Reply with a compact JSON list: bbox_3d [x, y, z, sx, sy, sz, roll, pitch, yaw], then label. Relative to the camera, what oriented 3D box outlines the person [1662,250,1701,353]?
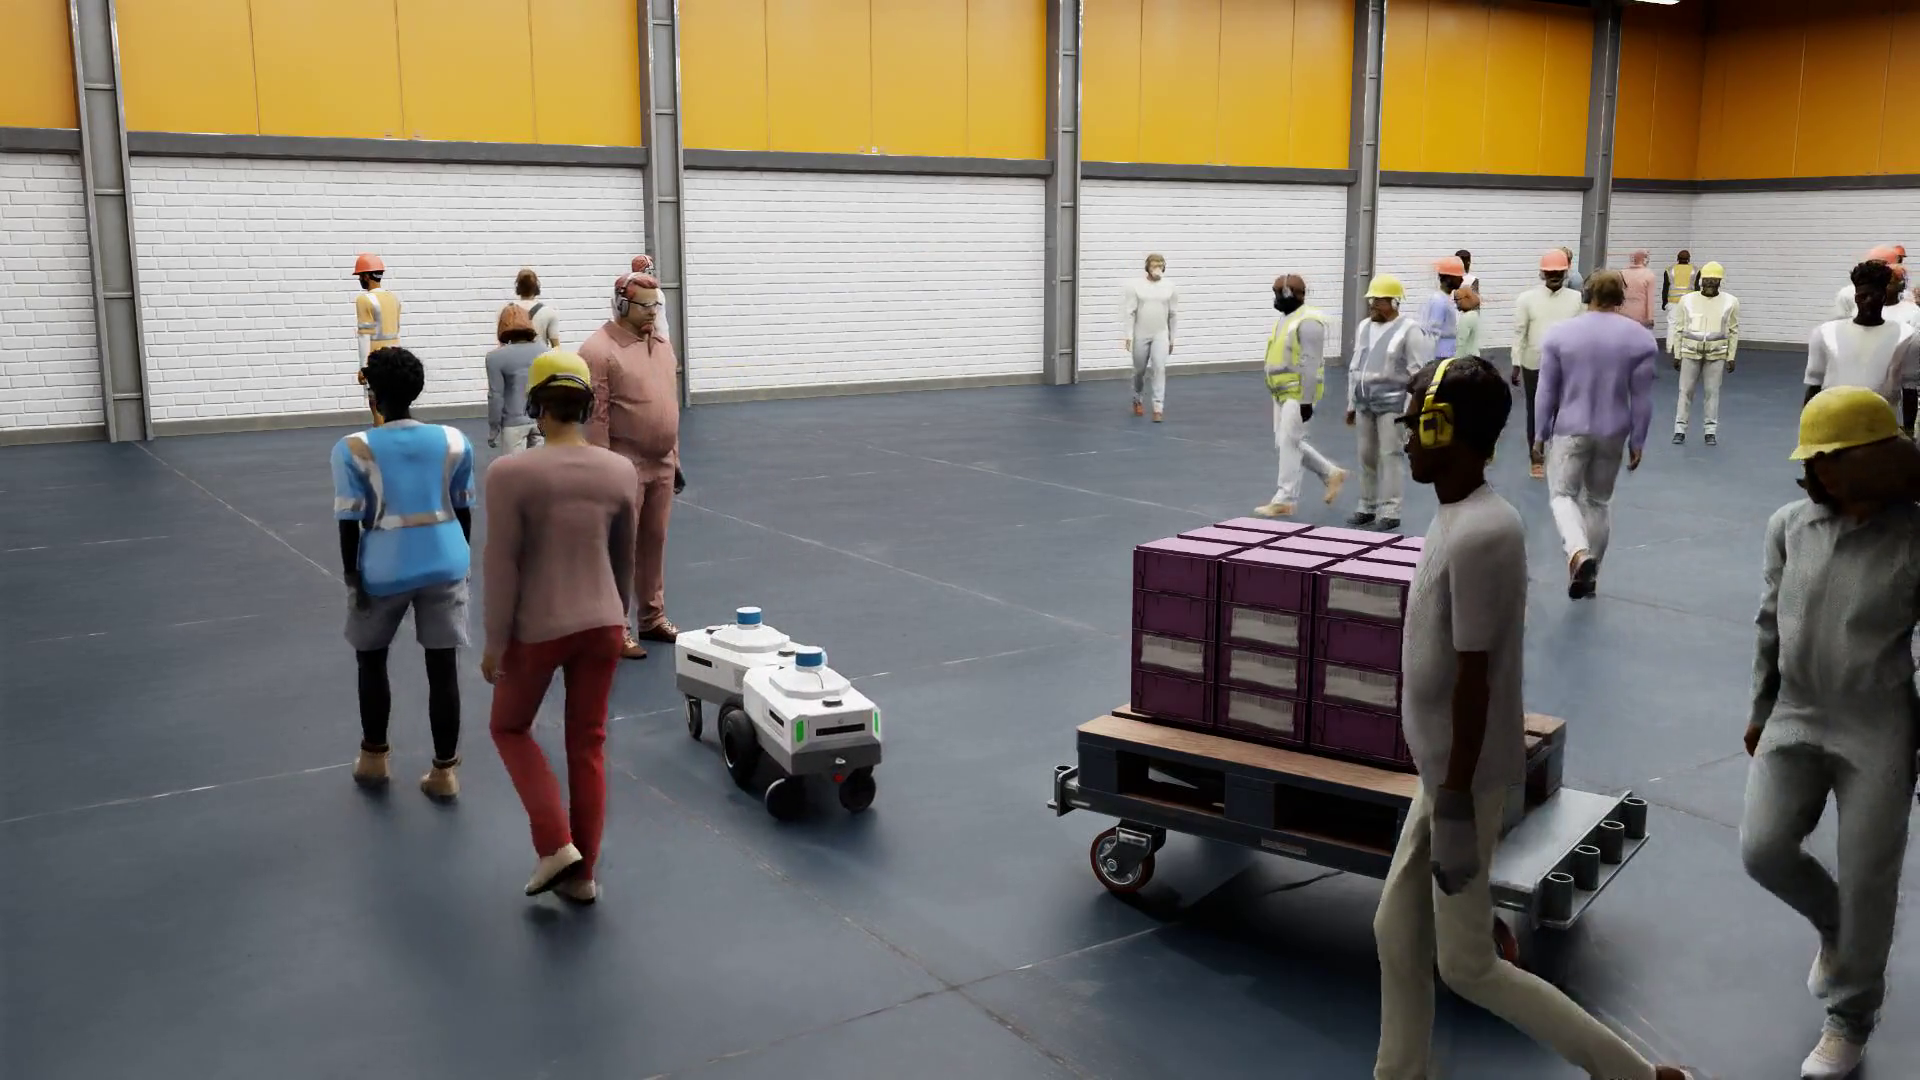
[{"bbox_3d":[12.897,-4.260,29.772,0.627,1.843,0.429,4,11,21],"label":"person"}]

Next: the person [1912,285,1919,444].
[{"bbox_3d":[9.701,-1.758,16.675,0.571,1.607,0.506,1,10,5],"label":"person"}]

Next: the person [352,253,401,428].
[{"bbox_3d":[-5.250,-1.603,14.973,0.382,1.932,0.541,3,11,14],"label":"person"}]

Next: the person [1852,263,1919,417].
[{"bbox_3d":[7.184,-1.220,13.016,0.415,1.871,0.612,-6,12,-31],"label":"person"}]

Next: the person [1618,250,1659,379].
[{"bbox_3d":[9.853,-3.240,24.056,0.792,1.880,0.671,-7,12,-34],"label":"person"}]

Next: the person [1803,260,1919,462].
[{"bbox_3d":[5.255,-0.659,9.740,0.611,1.948,0.630,5,12,26],"label":"person"}]

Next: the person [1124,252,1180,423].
[{"bbox_3d":[2.174,-2.321,18.959,0.629,1.913,0.924,0,10,2],"label":"person"}]

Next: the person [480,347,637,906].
[{"bbox_3d":[-1.246,0.275,5.178,0.544,1.740,0.380,-9,13,-39],"label":"person"}]

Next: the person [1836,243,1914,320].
[{"bbox_3d":[8.017,-1.597,14.682,0.618,2.020,0.736,8,13,38],"label":"person"}]

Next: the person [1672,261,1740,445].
[{"bbox_3d":[7.452,-1.864,16.652,0.587,1.837,0.404,5,11,24],"label":"person"}]

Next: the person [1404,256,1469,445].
[{"bbox_3d":[4.548,-1.781,16.037,0.877,1.908,0.543,3,11,17],"label":"person"}]

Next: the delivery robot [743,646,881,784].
[{"bbox_3d":[-0.557,0.640,6.180,0.477,0.478,0.707,-5,11,-23],"label":"delivery robot"}]

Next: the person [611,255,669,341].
[{"bbox_3d":[-3.115,-1.848,16.402,0.645,1.902,0.403,6,12,28],"label":"person"}]

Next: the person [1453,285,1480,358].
[{"bbox_3d":[5.015,-1.767,16.779,0.820,1.590,0.520,5,11,24],"label":"person"}]

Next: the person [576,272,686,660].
[{"bbox_3d":[-1.601,-0.377,8.320,0.410,1.905,0.640,6,12,28],"label":"person"}]

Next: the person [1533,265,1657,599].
[{"bbox_3d":[3.581,-0.586,9.400,0.632,1.923,0.707,2,10,9],"label":"person"}]

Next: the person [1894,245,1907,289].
[{"bbox_3d":[15.391,-3.893,27.503,0.374,1.933,0.550,-5,11,-26],"label":"person"}]

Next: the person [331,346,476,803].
[{"bbox_3d":[-2.067,0.120,6.200,0.545,1.675,0.646,-7,12,-32],"label":"person"}]

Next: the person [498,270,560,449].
[{"bbox_3d":[-3.717,-1.441,14.452,0.524,1.796,0.991,0,10,2],"label":"person"}]

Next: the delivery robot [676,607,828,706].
[{"bbox_3d":[-0.864,0.520,6.842,0.477,0.478,0.707,-9,14,-41],"label":"delivery robot"}]

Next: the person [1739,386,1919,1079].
[{"bbox_3d":[2.224,0.472,4.148,0.452,1.714,0.510,-7,12,-34],"label":"person"}]

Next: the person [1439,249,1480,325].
[{"bbox_3d":[6.301,-2.705,21.037,0.391,1.920,0.593,-8,13,-36],"label":"person"}]

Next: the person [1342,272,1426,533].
[{"bbox_3d":[2.968,-0.967,11.750,0.404,1.829,0.599,-7,12,-34],"label":"person"}]

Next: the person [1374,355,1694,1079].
[{"bbox_3d":[1.170,0.526,3.589,0.780,1.832,0.541,3,11,17],"label":"person"}]

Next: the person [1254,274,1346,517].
[{"bbox_3d":[2.566,-1.084,12.458,0.714,1.810,0.646,-2,11,-12],"label":"person"}]

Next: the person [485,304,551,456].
[{"bbox_3d":[-2.923,-0.752,11.112,0.500,1.633,0.289,-9,14,-41],"label":"person"}]

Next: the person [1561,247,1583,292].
[{"bbox_3d":[7.984,-2.909,22.099,0.373,1.940,0.628,-3,11,-15],"label":"person"}]

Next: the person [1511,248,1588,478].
[{"bbox_3d":[5.060,-1.509,14.318,0.621,1.972,0.449,3,11,16],"label":"person"}]
